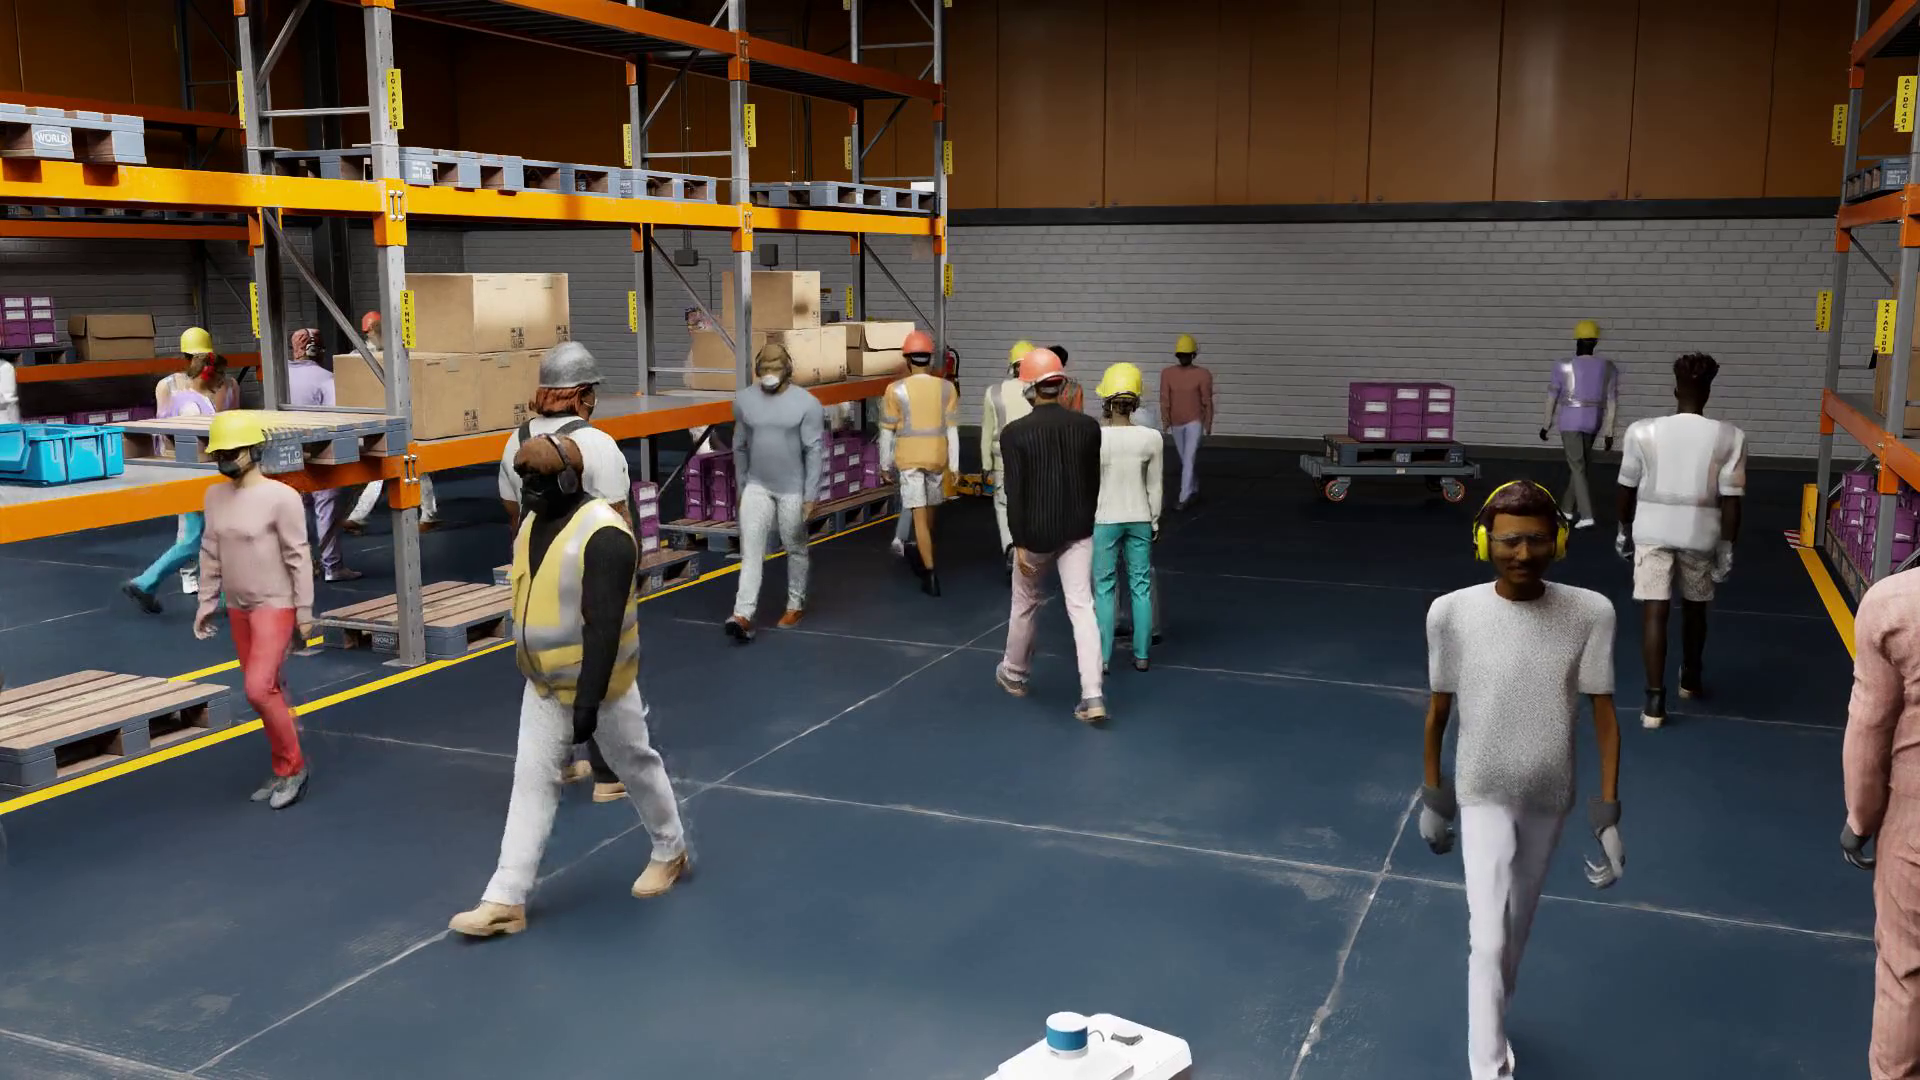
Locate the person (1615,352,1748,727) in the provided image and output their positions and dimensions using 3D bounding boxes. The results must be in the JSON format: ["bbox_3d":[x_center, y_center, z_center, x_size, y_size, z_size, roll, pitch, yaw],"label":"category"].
[{"bbox_3d":[3.792,-0.024,8.798,0.613,1.897,1.009,4,10,22],"label":"person"}]

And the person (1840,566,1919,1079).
[{"bbox_3d":[2.617,0.718,4.295,0.642,1.909,0.410,4,10,21],"label":"person"}]

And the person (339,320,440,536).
[{"bbox_3d":[-5.011,-0.949,14.450,0.656,1.893,0.985,9,13,44],"label":"person"}]

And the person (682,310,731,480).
[{"bbox_3d":[-2.808,-1.586,18.347,0.489,1.882,0.649,-1,9,-7],"label":"person"}]

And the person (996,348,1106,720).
[{"bbox_3d":[0.495,-0.040,8.826,0.604,1.940,1.089,-3,10,-16],"label":"person"}]

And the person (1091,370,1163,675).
[{"bbox_3d":[0.921,-0.096,9.653,0.530,1.768,0.312,-3,10,-17],"label":"person"}]

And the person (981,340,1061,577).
[{"bbox_3d":[0.462,-0.583,12.439,0.610,1.819,0.565,0,9,-1],"label":"person"}]

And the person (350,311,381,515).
[{"bbox_3d":[-5.525,-1.202,15.840,0.545,1.938,0.361,-2,10,-14],"label":"person"}]

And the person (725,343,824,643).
[{"bbox_3d":[-1.183,-0.295,10.516,0.641,1.876,1.036,2,10,11],"label":"person"}]

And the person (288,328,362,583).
[{"bbox_3d":[-4.842,-0.628,12.472,0.637,1.904,0.403,3,10,19],"label":"person"}]

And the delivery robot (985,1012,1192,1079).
[{"bbox_3d":[0.259,1.390,4.029,0.477,0.478,0.707,8,12,39],"label":"delivery robot"}]

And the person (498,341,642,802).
[{"bbox_3d":[-1.676,0.134,7.433,0.682,2.000,0.538,6,11,33],"label":"person"}]

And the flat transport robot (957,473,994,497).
[{"bbox_3d":[0.616,-0.524,16.769,0.652,0.197,1.431,-6,11,-31],"label":"flat transport robot"}]

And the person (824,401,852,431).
[{"bbox_3d":[-1.296,-1.403,18.052,0.410,1.602,0.557,-3,10,-17],"label":"person"}]

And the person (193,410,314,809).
[{"bbox_3d":[-3.093,0.307,7.267,0.522,1.750,0.472,5,10,26],"label":"person"}]

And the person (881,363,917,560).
[{"bbox_3d":[-0.422,-0.655,13.555,0.512,1.602,0.805,4,10,24],"label":"person"}]

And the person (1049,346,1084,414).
[{"bbox_3d":[0.819,-0.855,14.514,0.538,1.673,0.651,0,9,0],"label":"person"}]

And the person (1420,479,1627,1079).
[{"bbox_3d":[1.528,0.727,4.570,0.501,1.809,1.023,1,9,6],"label":"person"}]

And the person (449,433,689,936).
[{"bbox_3d":[-1.363,0.499,6.001,0.642,1.793,0.993,8,12,41],"label":"person"}]

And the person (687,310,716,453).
[{"bbox_3d":[-3.018,-1.753,19.419,0.317,1.860,0.510,-4,10,-22],"label":"person"}]

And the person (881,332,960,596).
[{"bbox_3d":[-0.316,-0.582,12.242,0.547,1.875,1.029,-3,10,-19],"label":"person"}]

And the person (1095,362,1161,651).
[{"bbox_3d":[0.994,-0.186,10.122,0.570,1.792,0.624,-1,9,-7],"label":"person"}]

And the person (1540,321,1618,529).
[{"bbox_3d":[5.649,-1.048,15.126,0.585,1.873,1.017,-1,9,-4],"label":"person"}]

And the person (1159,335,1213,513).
[{"bbox_3d":[2.235,-1.157,16.268,0.498,1.708,0.961,6,11,31],"label":"person"}]

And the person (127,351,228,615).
[{"bbox_3d":[-5.169,-0.362,11.186,0.794,1.802,0.605,-3,10,-15],"label":"person"}]

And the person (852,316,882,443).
[{"bbox_3d":[-1.241,-2.151,22.320,0.886,1.697,0.499,7,12,36],"label":"person"}]

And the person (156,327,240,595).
[{"bbox_3d":[-5.479,-0.575,12.069,0.382,1.924,0.594,9,13,44],"label":"person"}]

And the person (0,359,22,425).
[{"bbox_3d":[-8.449,-0.972,14.547,0.550,1.915,0.827,0,9,1],"label":"person"}]
